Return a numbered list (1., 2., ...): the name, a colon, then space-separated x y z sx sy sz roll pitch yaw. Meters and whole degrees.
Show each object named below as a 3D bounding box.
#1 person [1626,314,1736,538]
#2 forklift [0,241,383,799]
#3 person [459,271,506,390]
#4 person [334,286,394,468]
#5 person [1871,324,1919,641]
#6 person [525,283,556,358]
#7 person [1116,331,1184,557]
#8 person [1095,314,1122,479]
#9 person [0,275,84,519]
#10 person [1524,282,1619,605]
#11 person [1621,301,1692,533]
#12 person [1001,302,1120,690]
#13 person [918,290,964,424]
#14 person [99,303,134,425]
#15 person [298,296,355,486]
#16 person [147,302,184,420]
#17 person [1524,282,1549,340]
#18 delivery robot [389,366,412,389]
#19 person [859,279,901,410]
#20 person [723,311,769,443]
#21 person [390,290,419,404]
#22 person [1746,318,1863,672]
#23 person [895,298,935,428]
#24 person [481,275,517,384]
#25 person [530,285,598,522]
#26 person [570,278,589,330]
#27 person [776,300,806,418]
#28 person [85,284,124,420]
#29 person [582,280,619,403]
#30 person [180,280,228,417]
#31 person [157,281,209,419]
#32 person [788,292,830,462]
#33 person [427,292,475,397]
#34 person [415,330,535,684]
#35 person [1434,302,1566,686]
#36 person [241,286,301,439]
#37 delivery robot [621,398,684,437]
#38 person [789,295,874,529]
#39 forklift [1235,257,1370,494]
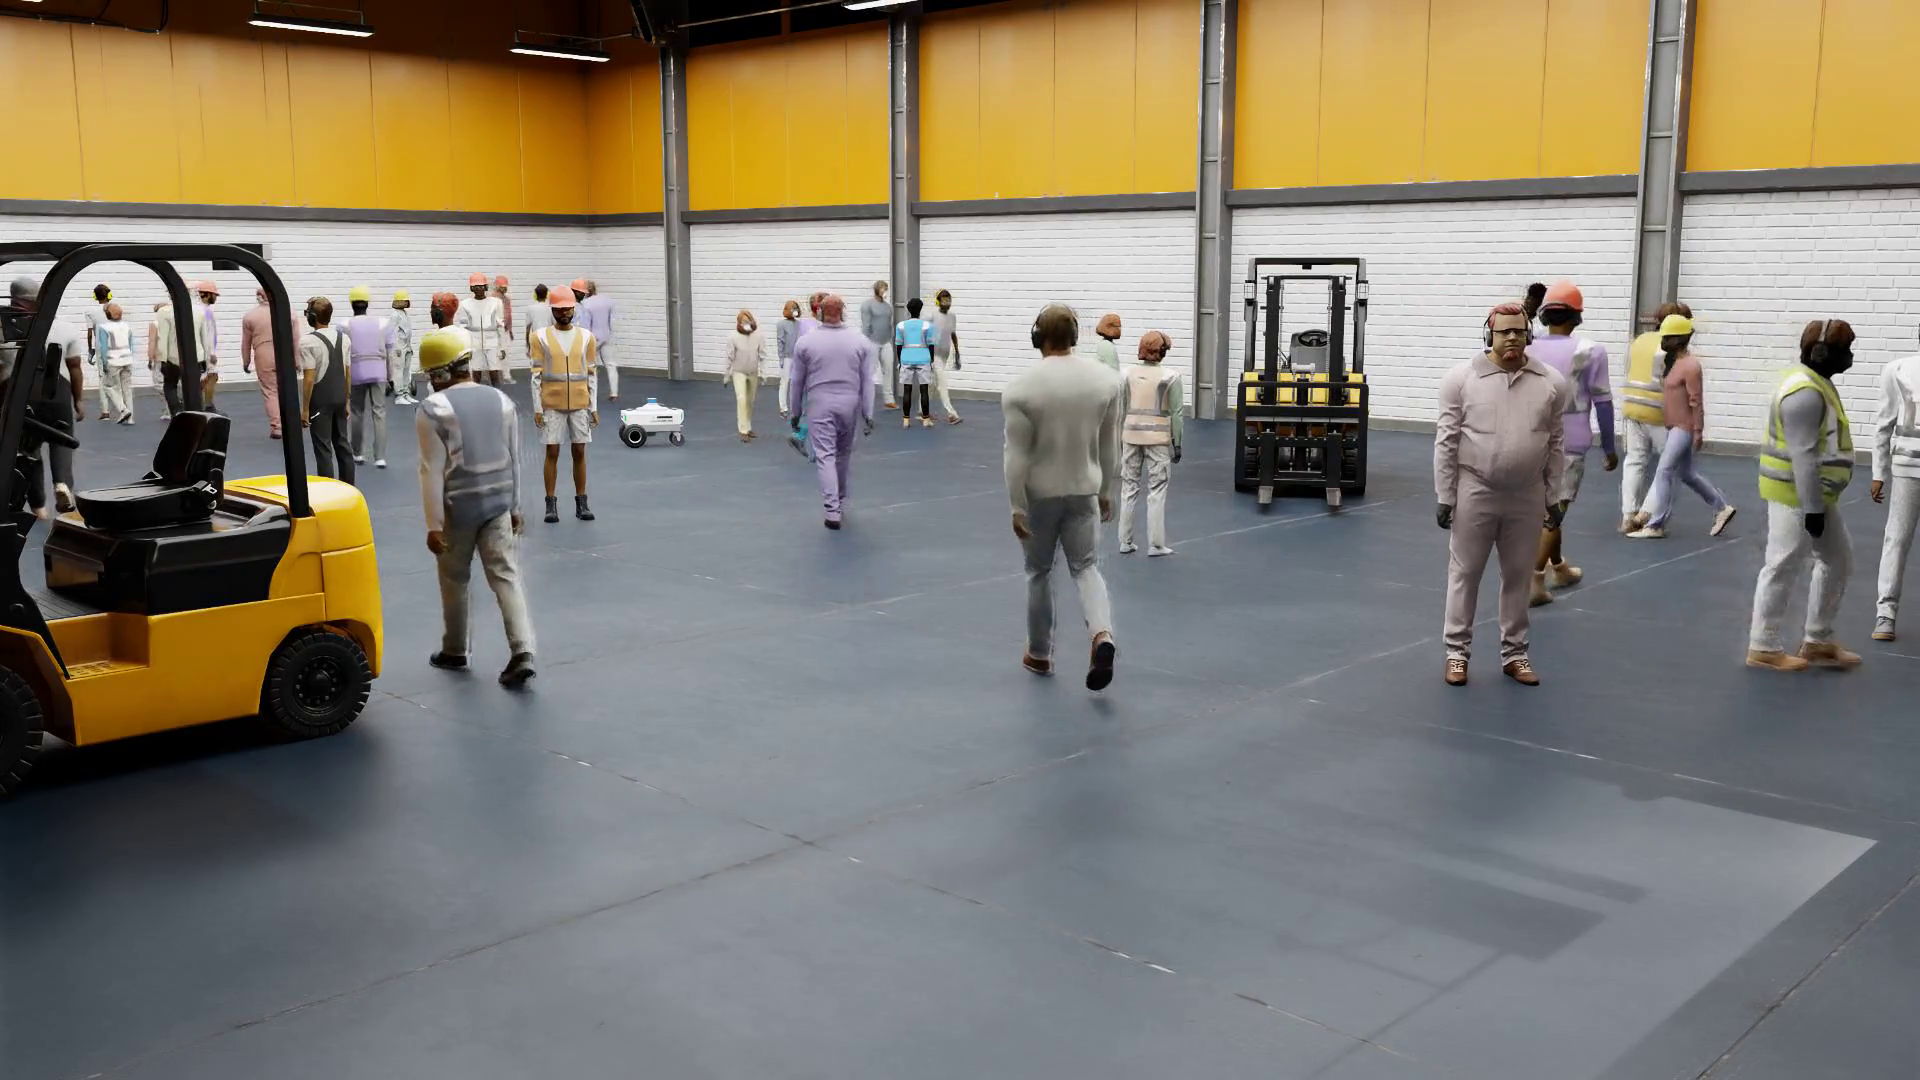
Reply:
1. person: 5.599 -0.865 12.761 0.818 1.734 0.534 0 9 0
2. forklift: -3.706 -0.171 7.093 1.214 2.155 2.313 9 13 43
3. person: -6.597 -2.680 22.987 0.606 2.038 0.393 -2 9 -12
4. person: -6.260 -1.713 17.502 0.610 1.882 0.976 -5 10 -27
5. person: 5.370 -0.362 9.207 0.585 1.882 0.343 4 10 21
6. person: -6.250 -2.914 24.944 0.515 1.858 0.478 -3 10 -18
7. person: 1.360 -0.690 12.006 0.523 1.631 0.316 6 11 31
8. person: 1.459 -1.420 16.469 0.269 1.631 0.507 -1 9 -6
9. person: -7.643 -1.179 13.742 0.707 2.000 0.547 -6 11 -32
10. person: 3.756 -0.609 10.426 1.015 1.999 0.620 -8 12 -41
11. person: 5.437 -0.953 13.023 0.438 1.813 0.655 -3 10 -18
12. person: 0.517 -0.212 8.219 0.632 1.920 0.844 -3 10 -15
13. person: -0.247 -2.463 22.388 0.617 1.796 1.017 -9 13 -44
14. person: -11.123 -2.311 21.954 0.359 1.633 0.520 4 10 24
15. person: -5.344 -1.125 14.010 0.345 1.847 0.508 4 10 26
16. person: -10.770 -2.426 22.663 0.524 1.618 0.555 5 10 27
17. person: 5.716 -1.617 16.765 0.395 1.935 0.713 -4 10 -24
18. delivery robot: -9.180 -2.688 27.252 0.477 0.478 0.707 -3 10 -18
19. person: -1.232 -2.876 24.508 0.769 1.920 0.659 9 13 44
20. person: -2.599 -1.978 20.107 0.527 1.563 0.772 -5 11 -29
21. person: -8.536 -2.954 25.534 0.297 1.744 0.487 1 9 5
22. person: 4.399 -0.208 8.455 0.679 1.817 0.665 6 11 32
23. person: -0.577 -2.303 21.686 0.533 1.695 0.319 2 9 10
24. person: -8.318 -3.771 29.855 0.636 1.966 0.648 4 10 21
25. person: -3.233 -1.113 13.651 0.542 1.938 0.358 -4 10 -24
26. person: -5.664 -2.915 24.735 0.374 1.928 0.543 2 9 11
27. person: -2.348 -2.526 23.245 0.282 1.633 0.498 8 12 39
28. person: -11.726 -2.579 22.885 0.520 1.860 0.327 -5 10 -28
29. person: -5.687 -3.090 25.906 0.979 1.882 0.750 7 12 38
30. person: -10.476 -2.630 23.032 0.572 1.913 0.579 -6 11 -32
31. person: -9.446 -2.202 20.209 0.568 1.973 0.654 8 12 41
32. person: -1.547 -1.731 17.771 0.475 1.826 0.586 0 9 0
33. person: -4.220 -1.102 13.748 0.355 1.885 0.576 2 10 14
34. person: -2.413 -0.158 8.325 0.894 1.775 0.610 8 12 40
35. person: 2.687 -0.221 8.278 0.648 1.907 0.409 0 9 1
36. person: -8.484 -2.187 20.465 0.643 1.868 0.831 -6 11 -33
37. delivery robot: -3.597 -1.418 19.461 0.707 0.478 0.477 -3 10 -17
38. person: -1.057 -1.057 13.548 0.669 1.850 0.980 -2 10 -14
39. forklift: 3.309 -1.629 16.029 1.214 2.155 2.313 2 9 11
